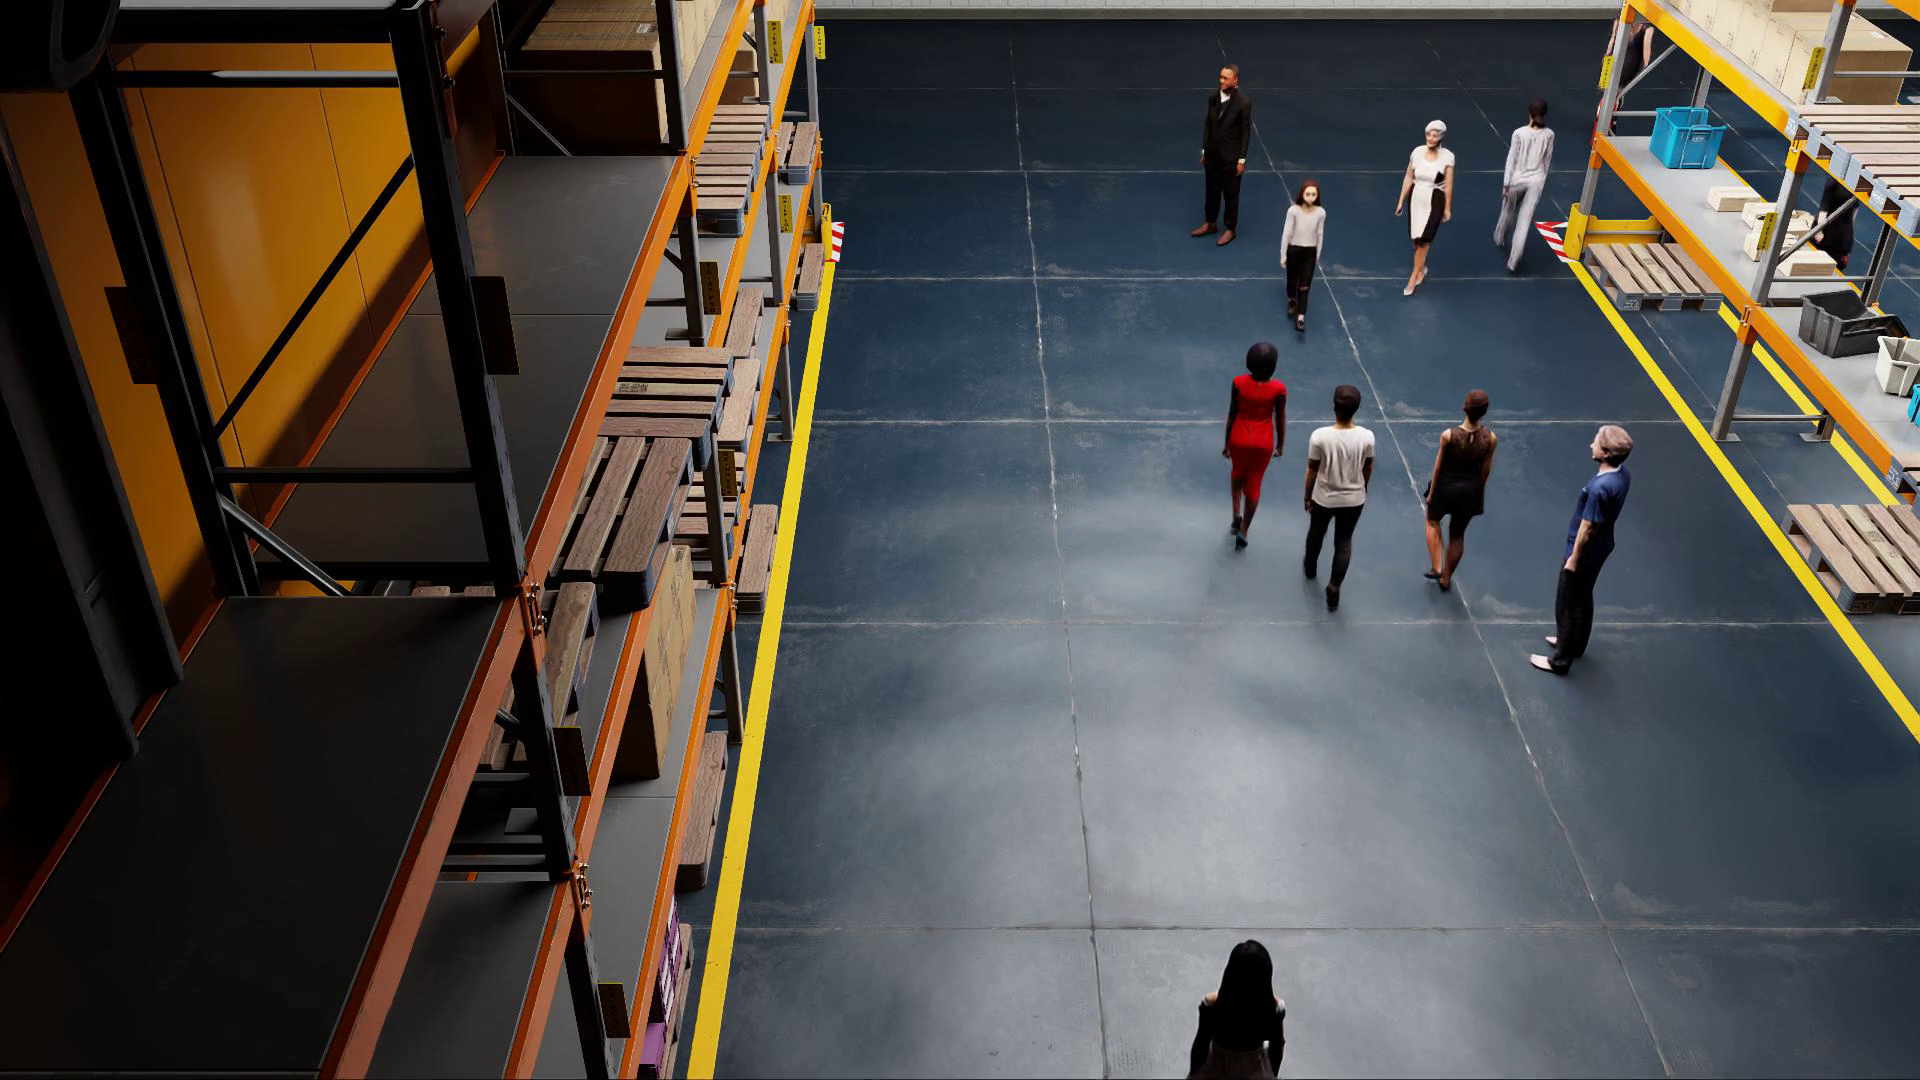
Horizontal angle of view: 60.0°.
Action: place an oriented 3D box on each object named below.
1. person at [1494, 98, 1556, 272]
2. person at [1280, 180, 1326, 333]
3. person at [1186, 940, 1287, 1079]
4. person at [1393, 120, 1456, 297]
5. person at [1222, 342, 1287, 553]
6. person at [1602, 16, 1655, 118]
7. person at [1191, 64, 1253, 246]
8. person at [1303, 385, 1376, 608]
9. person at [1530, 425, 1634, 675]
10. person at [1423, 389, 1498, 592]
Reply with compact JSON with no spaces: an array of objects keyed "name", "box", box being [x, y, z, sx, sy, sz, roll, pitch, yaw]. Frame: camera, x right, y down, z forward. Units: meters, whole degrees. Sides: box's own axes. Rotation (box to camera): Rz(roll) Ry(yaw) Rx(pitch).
[{"name":"person","box":[5.779,-3.582,16.954,0.745,1.737,1.081,6,34,10]},{"name":"person","box":[3.264,-2.772,16.007,0.608,1.438,0.993,3,34,4]},{"name":"person","box":[1.271,2.520,7.741,0.636,1.774,0.617,1,34,1]},{"name":"person","box":[4.691,-3.345,16.599,0.910,1.735,0.977,26,42,34]},{"name":"person","box":[2.185,-0.665,12.572,0.697,1.730,0.750,11,35,16]},{"name":"person","box":[8.071,-5.774,20.279,0.865,1.706,0.800,-27,42,-34]},{"name":"person","box":[2.799,-4.078,17.550,0.792,1.903,0.850,28,43,36]},{"name":"person","box":[2.756,-0.296,12.048,0.712,1.697,0.937,4,34,6]},{"name":"person","box":[4.295,0.069,11.346,0.804,1.866,0.694,20,39,28]},{"name":"person","box":[3.625,-0.311,12.097,0.606,1.666,0.628,3,34,4]}]
